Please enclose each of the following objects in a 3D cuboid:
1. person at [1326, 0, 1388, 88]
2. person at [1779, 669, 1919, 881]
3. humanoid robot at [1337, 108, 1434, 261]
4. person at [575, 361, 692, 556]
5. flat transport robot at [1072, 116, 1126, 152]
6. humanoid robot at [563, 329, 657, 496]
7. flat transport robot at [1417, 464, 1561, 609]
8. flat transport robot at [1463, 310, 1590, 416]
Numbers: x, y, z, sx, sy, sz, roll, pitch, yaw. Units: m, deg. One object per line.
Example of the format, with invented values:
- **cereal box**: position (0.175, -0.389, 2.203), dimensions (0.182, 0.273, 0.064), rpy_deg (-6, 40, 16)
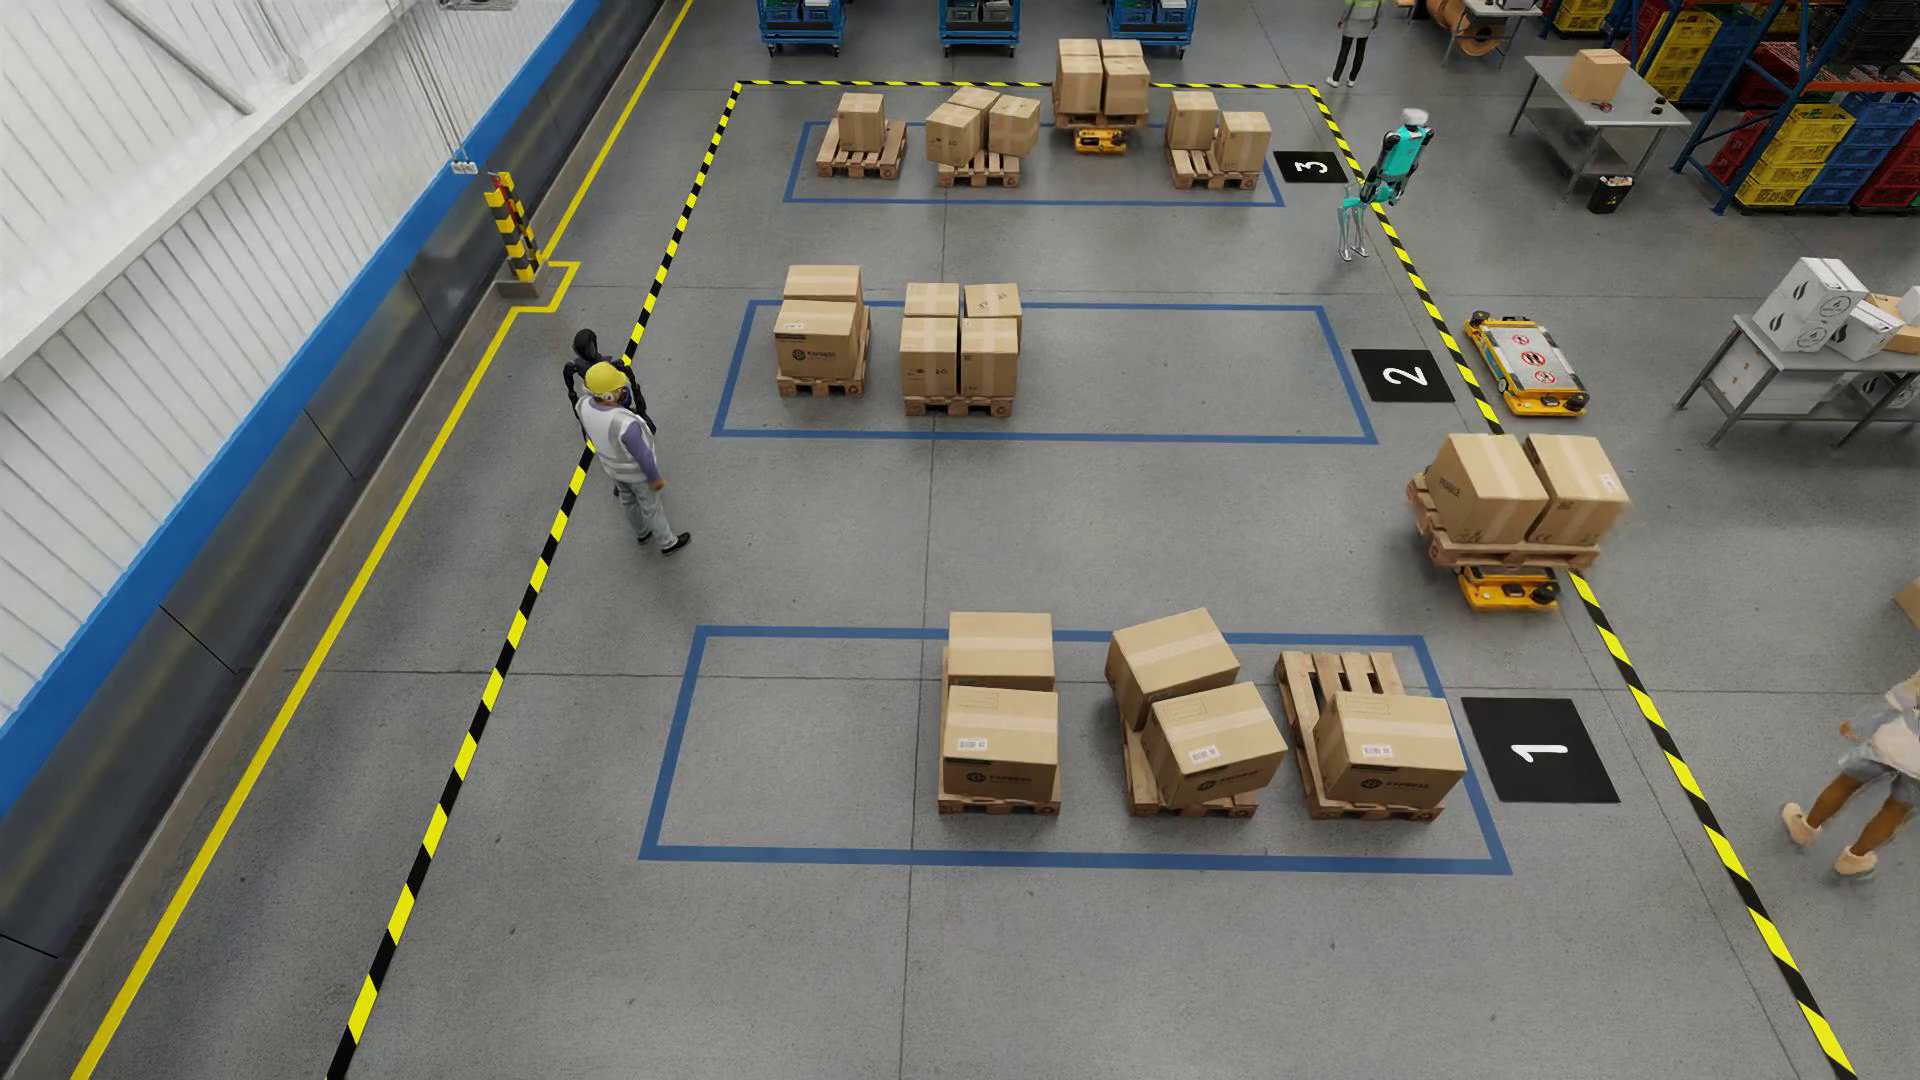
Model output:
- **person**: position (5.607, -7.324, 12.825), dimensions (0.589, 1.853, 0.373), rpy_deg (0, 49, 0)
- **person**: position (5.558, 1.242, 5.319), dimensions (0.679, 1.992, 0.511), rpy_deg (37, 58, 27)
- **humanoid robot**: position (4.431, -3.846, 9.802), dimensions (0.533, 1.677, 0.735), rpy_deg (-13, 50, -11)
- **person**: position (-2.513, -0.593, 7.015), dimensions (0.588, 1.827, 0.404), rpy_deg (27, 54, 21)
- **flat transport robot**: position (1.862, -5.710, 12.457), dimensions (0.652, 0.197, 1.431), rpy_deg (1, 49, 1)
- **humanoid robot**: position (-2.819, -1.021, 7.477), dimensions (0.599, 1.654, 0.315), rpy_deg (-6, 49, -5)
- **flat transport robot**: position (4.334, -0.060, 7.567), dimensions (0.652, 0.197, 1.431), rpy_deg (1, 49, 1)
- **flat transport robot**: position (5.573, -1.757, 9.054), dimensions (0.659, 0.231, 1.431), rpy_deg (1, 49, 1)
